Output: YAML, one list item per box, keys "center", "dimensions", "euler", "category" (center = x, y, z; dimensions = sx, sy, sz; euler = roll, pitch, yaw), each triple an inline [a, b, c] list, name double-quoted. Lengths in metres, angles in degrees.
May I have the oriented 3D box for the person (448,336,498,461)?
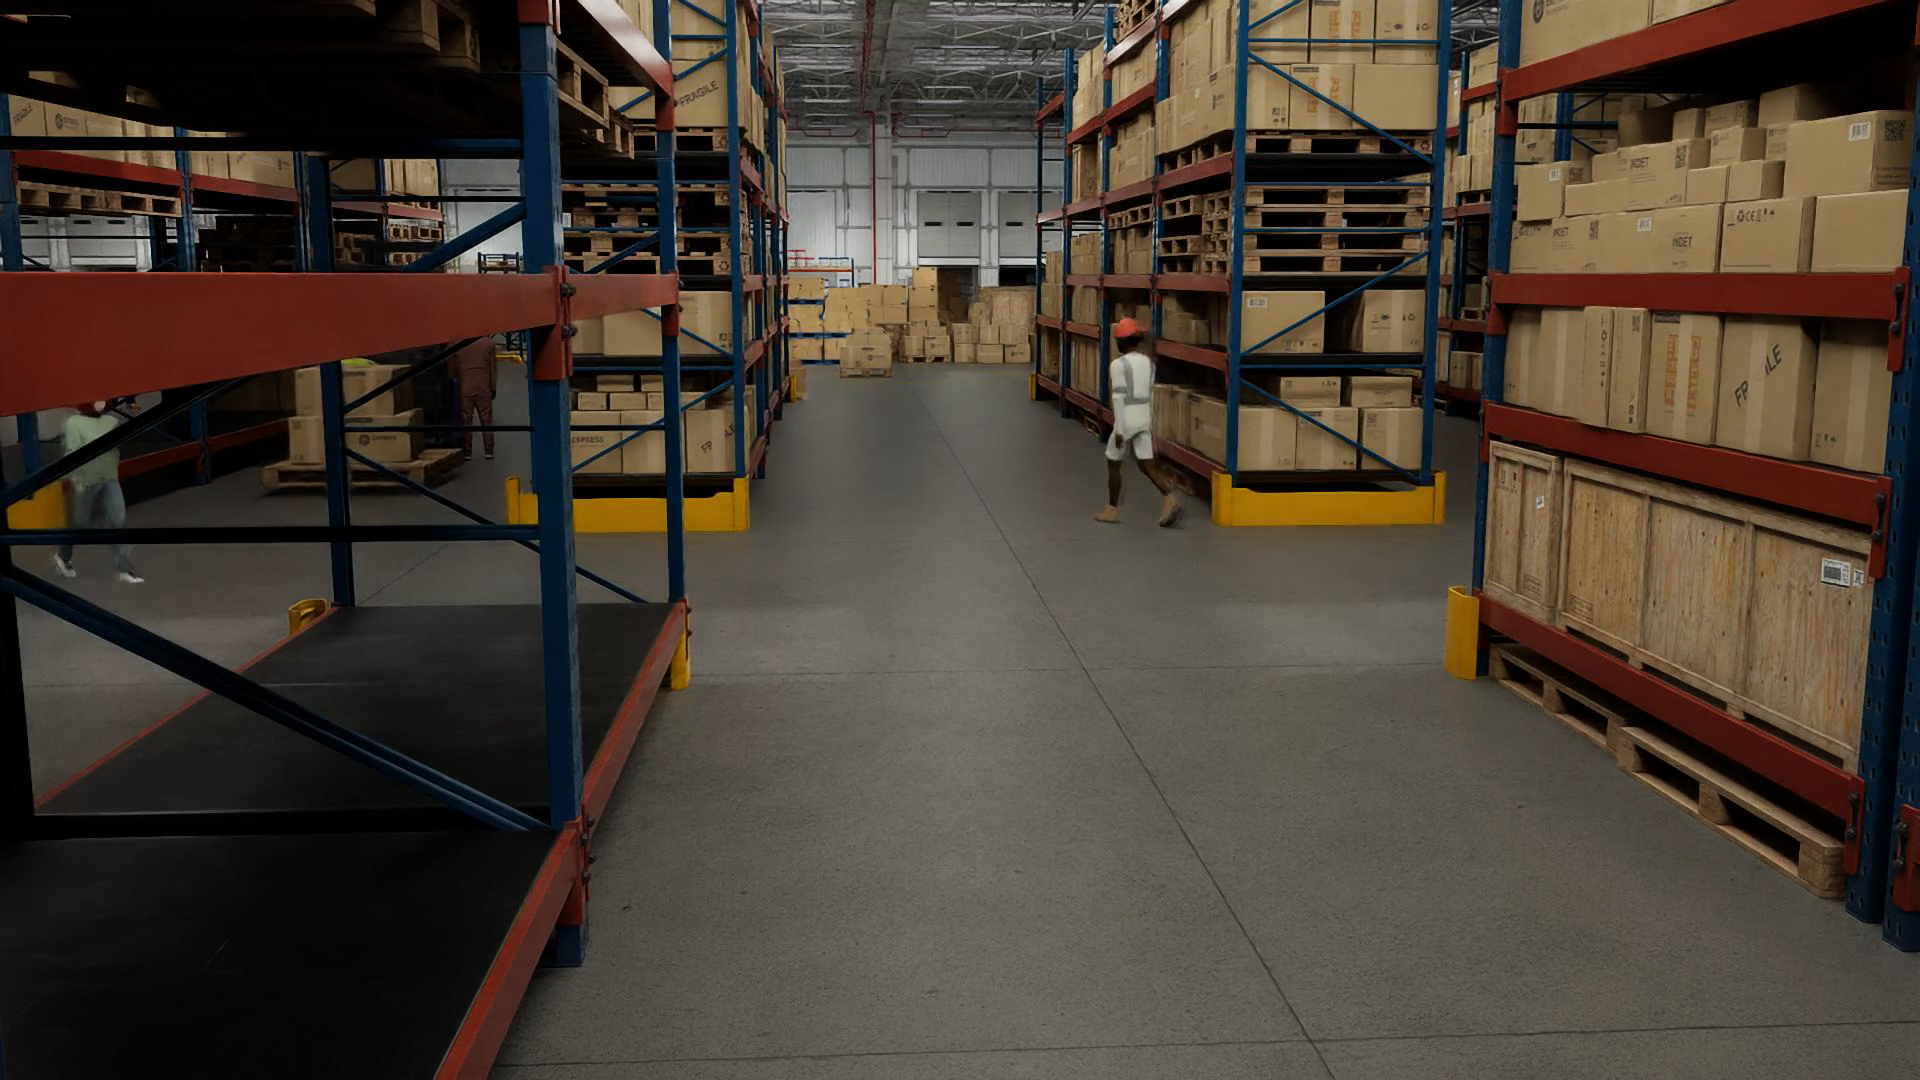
- center: [-6.341, -1.986, 21.637]
  dimensions: [0.641, 1.912, 0.410]
  euler: [-5, 10, -29]
  category: "person"

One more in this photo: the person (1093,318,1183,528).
- center: [1.716, -1.112, 15.877]
  dimensions: [0.619, 2.013, 0.951]
  euler: [-9, 12, -43]
  category: "person"

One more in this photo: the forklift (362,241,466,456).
- center: [-6.955, -2.369, 21.008]
  dimensions: [1.129, 2.768, 1.873]
  euler: [-1, 9, -4]
  category: "forklift"

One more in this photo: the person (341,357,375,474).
- center: [-7.283, -1.624, 20.035]
  dimensions: [0.535, 1.697, 0.318]
  euler: [-6, 11, -33]
  category: "person"

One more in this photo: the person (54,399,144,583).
- center: [-6.810, -0.460, 13.032]
  dimensions: [0.802, 1.606, 0.500]
  euler: [4, 10, 25]
  category: "person"

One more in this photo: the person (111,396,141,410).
- center: [-14.972, -3.335, 29.702]
  dimensions: [0.538, 2.000, 0.684]
  euler: [4, 10, 25]
  category: "person"
